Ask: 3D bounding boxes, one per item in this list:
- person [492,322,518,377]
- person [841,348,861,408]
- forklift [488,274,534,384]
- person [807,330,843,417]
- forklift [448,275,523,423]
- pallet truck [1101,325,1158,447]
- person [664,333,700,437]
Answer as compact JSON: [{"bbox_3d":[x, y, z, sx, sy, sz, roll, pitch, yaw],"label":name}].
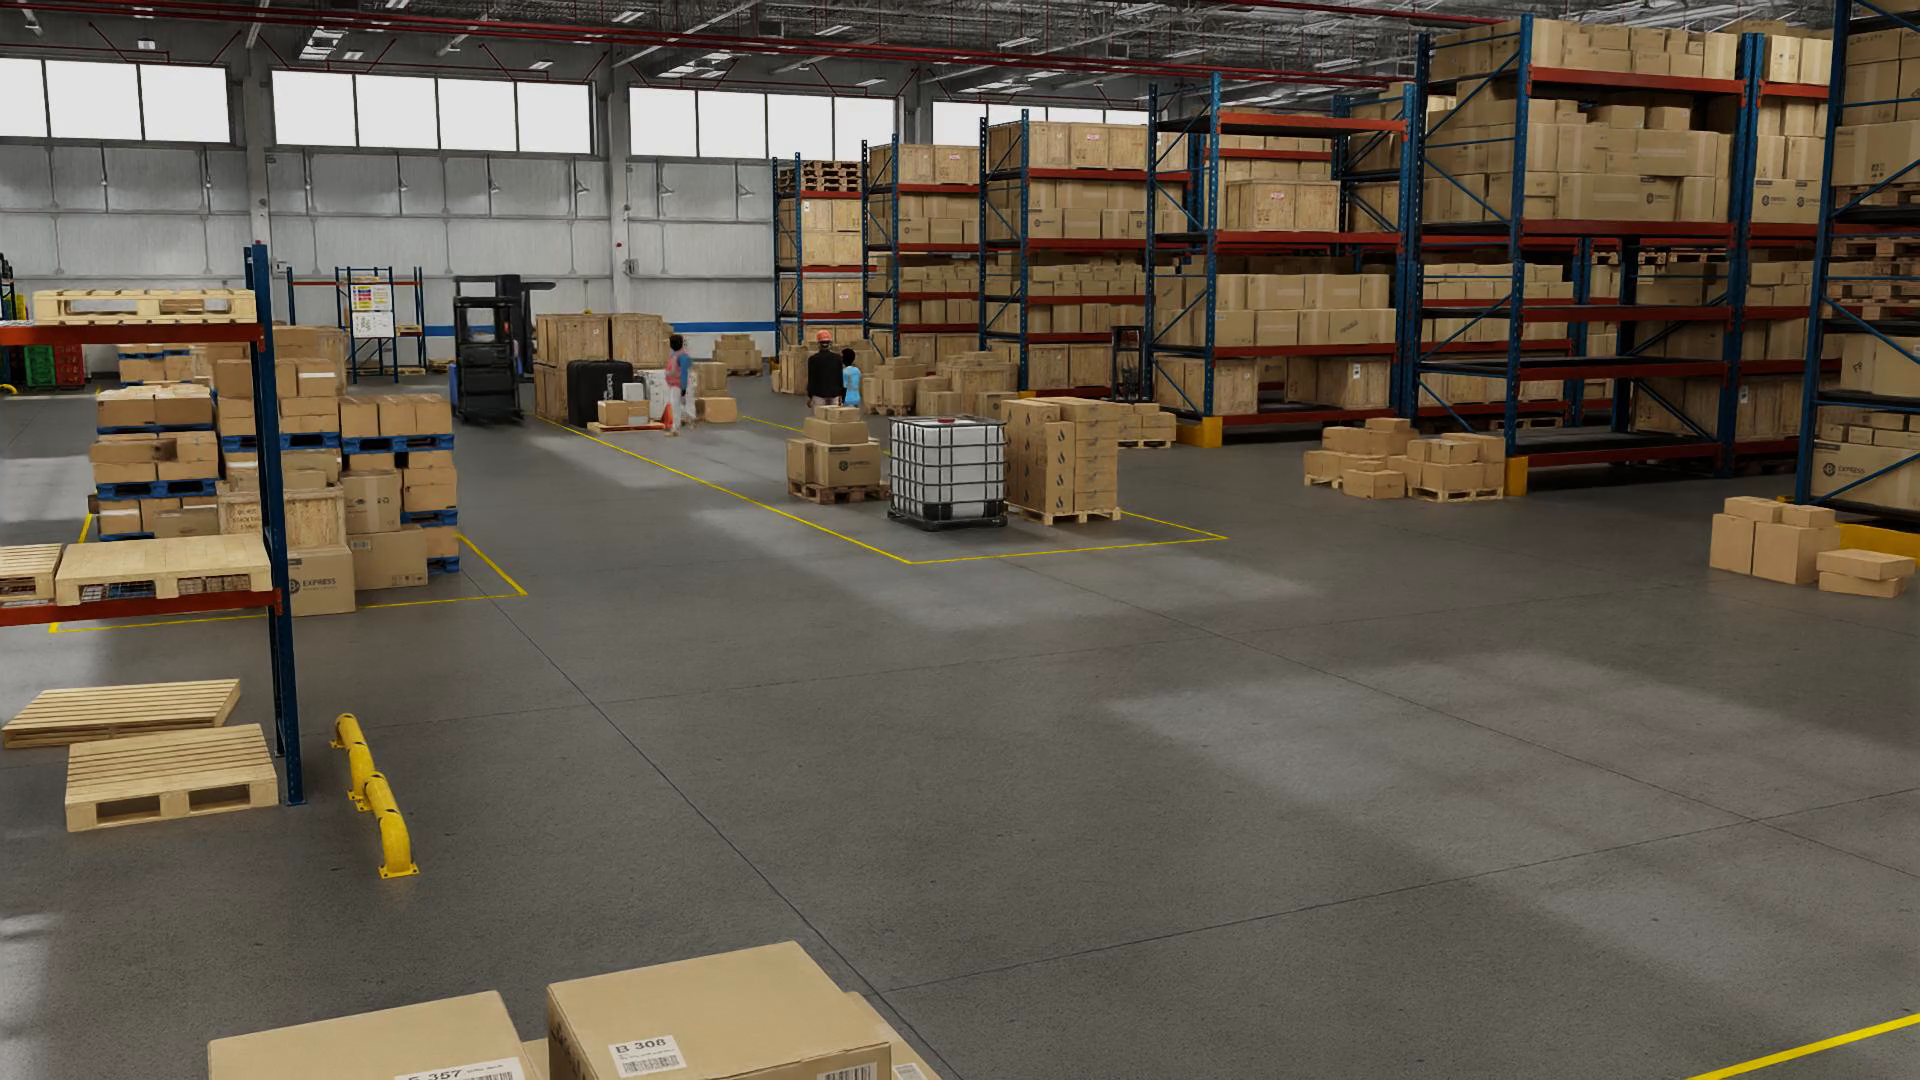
[{"bbox_3d":[-9.052,-3.385,33.094,0.543,1.915,0.510,-1,9,-3],"label":"person"},{"bbox_3d":[-1.750,-2.162,26.164,0.315,1.695,0.541,4,10,23],"label":"person"},{"bbox_3d":[-11.415,-5.364,42.367,1.873,2.768,1.129,-4,10,-25],"label":"forklift"},{"bbox_3d":[-2.093,-2.252,25.801,0.608,1.995,0.377,-5,11,-30],"label":"person"},{"bbox_3d":[-9.314,-3.751,32.359,1.129,2.768,1.873,-4,10,-26],"label":"forklift"},{"bbox_3d":[2.881,-2.596,27.923,0.823,1.965,1.885,-1,9,-7],"label":"pallet truck"},{"bbox_3d":[-4.916,-2.723,29.230,0.607,1.829,0.641,-4,10,-23],"label":"person"}]
